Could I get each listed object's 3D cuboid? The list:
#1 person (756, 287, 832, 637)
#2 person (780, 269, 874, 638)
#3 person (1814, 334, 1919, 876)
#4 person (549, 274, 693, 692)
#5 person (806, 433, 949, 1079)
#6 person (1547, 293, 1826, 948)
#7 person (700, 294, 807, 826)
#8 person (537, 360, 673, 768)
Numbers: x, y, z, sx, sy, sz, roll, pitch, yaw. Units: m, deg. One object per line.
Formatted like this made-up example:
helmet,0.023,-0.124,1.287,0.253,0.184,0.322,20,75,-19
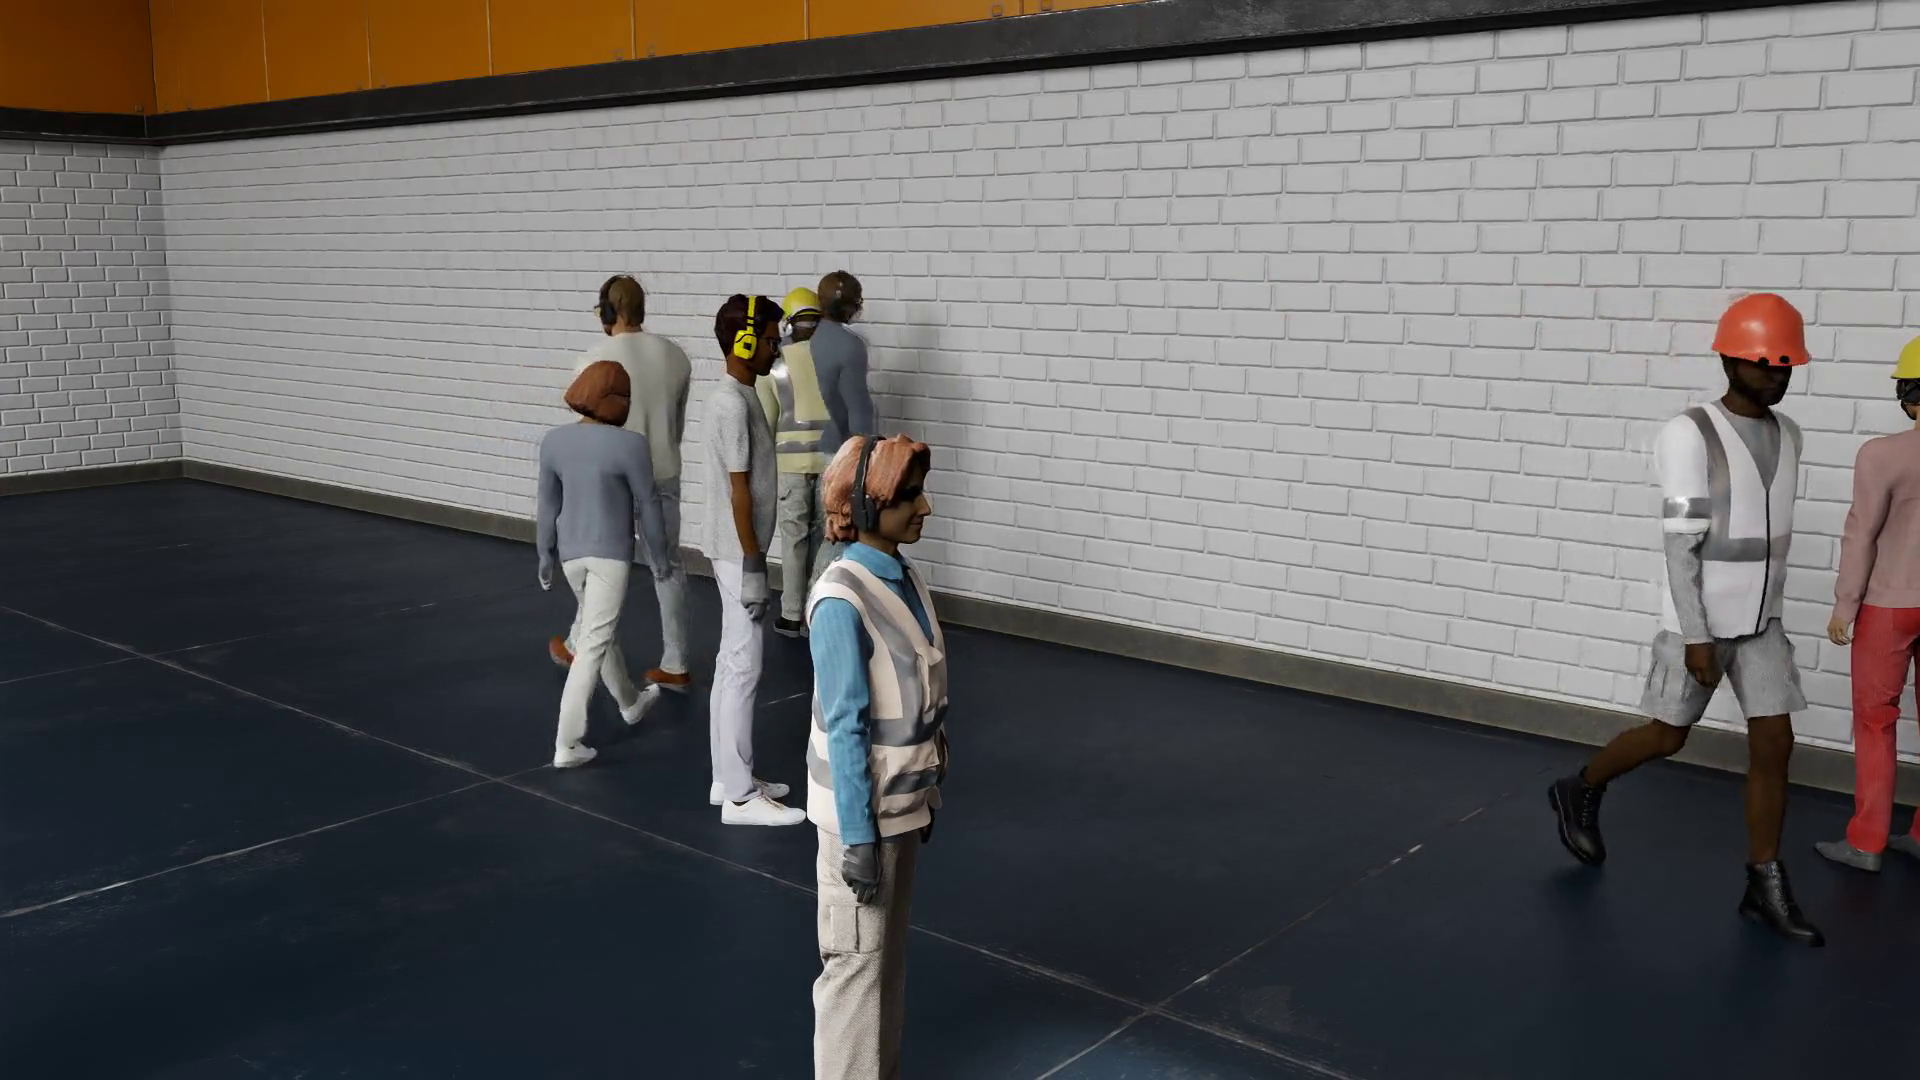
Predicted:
person,-0.790,-0.401,8.685,0.588,1.823,0.403,-4,11,-21
person,-0.739,-0.435,8.685,0.479,1.916,0.698,-9,13,-42
person,3.086,0.209,5.407,0.527,1.761,0.328,-2,10,-9
person,-1.564,-0.265,7.705,0.642,1.898,0.877,-9,14,-43
person,-0.178,0.589,3.567,0.307,1.641,0.513,2,10,11
person,2.262,0.196,5.083,0.536,1.912,0.890,-4,11,-21
person,-0.749,0.071,5.884,0.328,1.865,0.518,-3,10,-15
person,-1.422,0.071,6.692,0.509,1.577,0.874,5,11,24
